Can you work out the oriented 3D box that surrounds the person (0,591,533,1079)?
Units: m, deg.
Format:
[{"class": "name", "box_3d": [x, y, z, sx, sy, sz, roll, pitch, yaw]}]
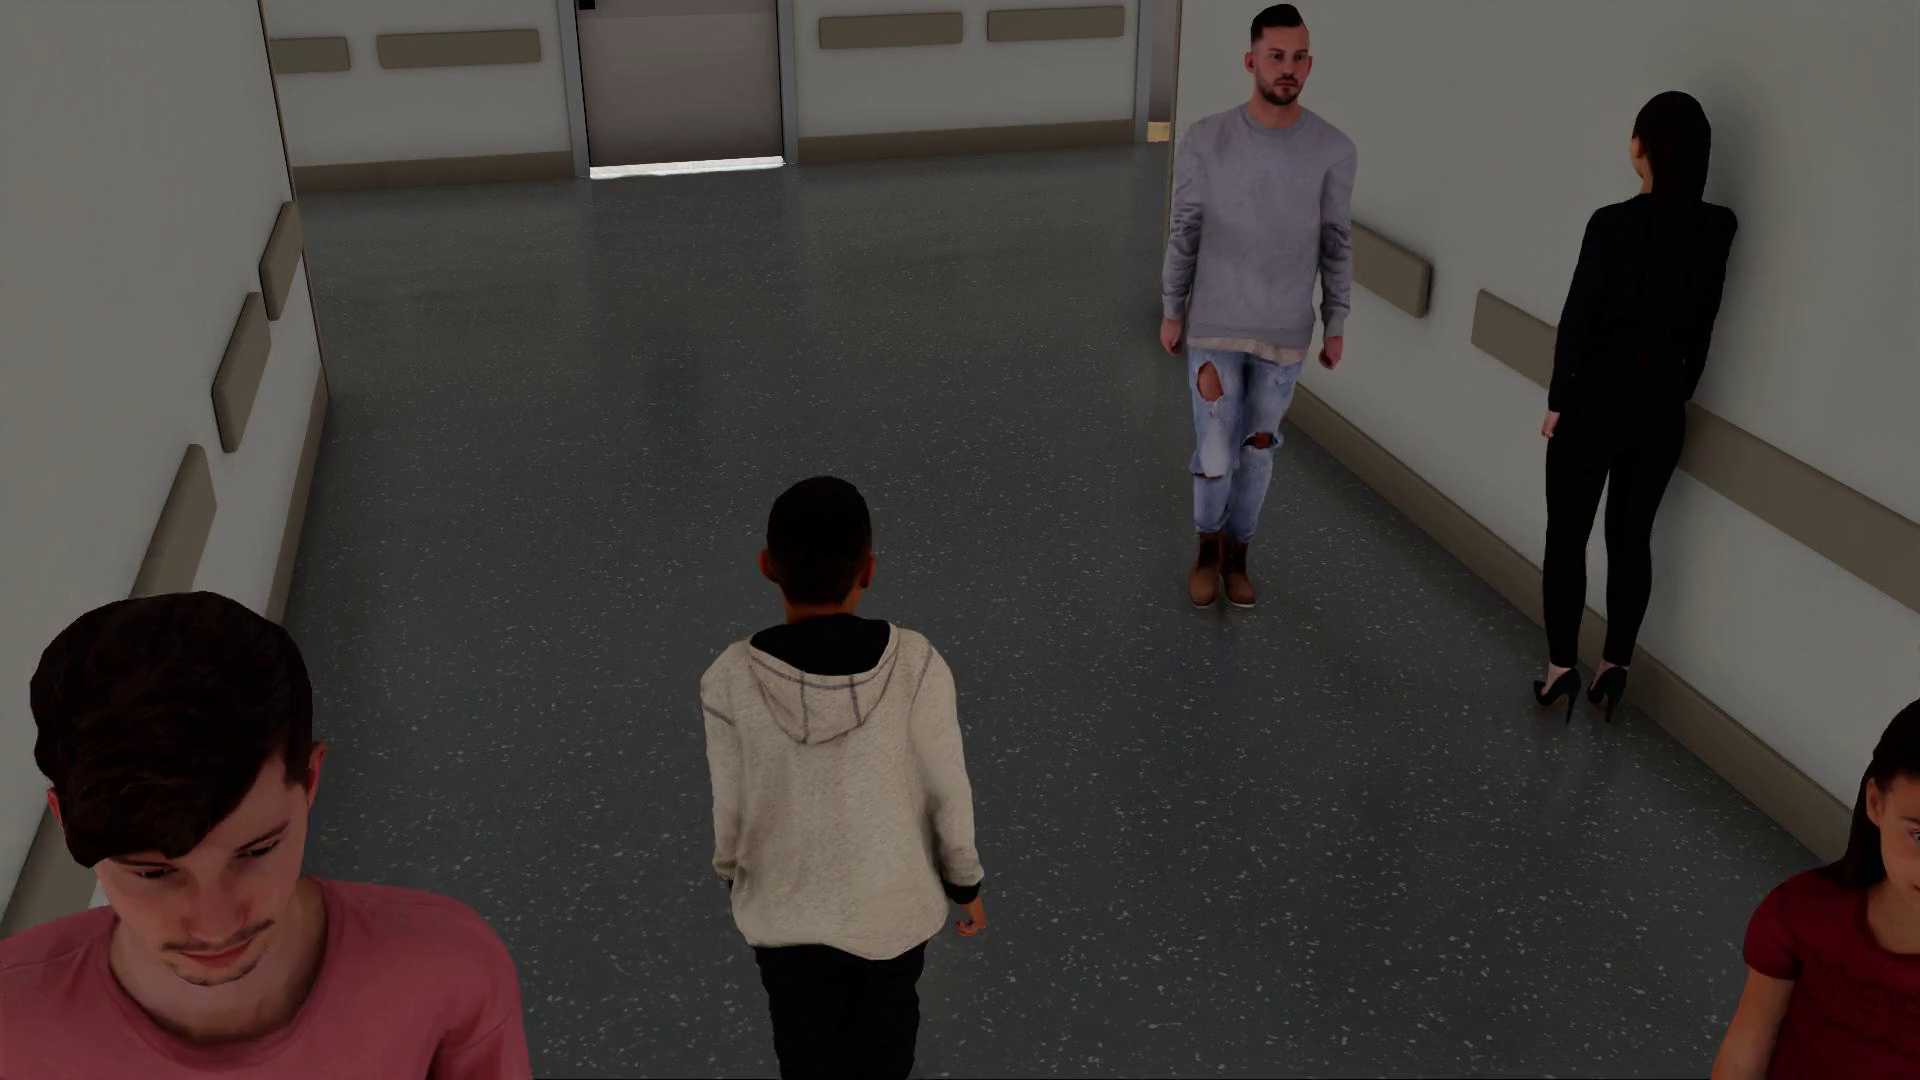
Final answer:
[{"class": "person", "box_3d": [-0.673, 0.866, 1.691, 0.690, 1.937, 0.791, -9, 27, -19]}]

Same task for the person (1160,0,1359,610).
[{"class": "person", "box_3d": [0.860, -0.677, 5.015, 0.650, 1.827, 0.826, 0, 26, 1]}]

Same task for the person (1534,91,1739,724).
[{"class": "person", "box_3d": [1.745, -0.304, 4.388, 0.534, 1.700, 0.694, -2, 26, -5]}]

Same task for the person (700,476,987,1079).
[{"class": "person", "box_3d": [-0.202, 0.652, 2.745, 0.962, 1.406, 0.792, -1, 26, -2]}]
